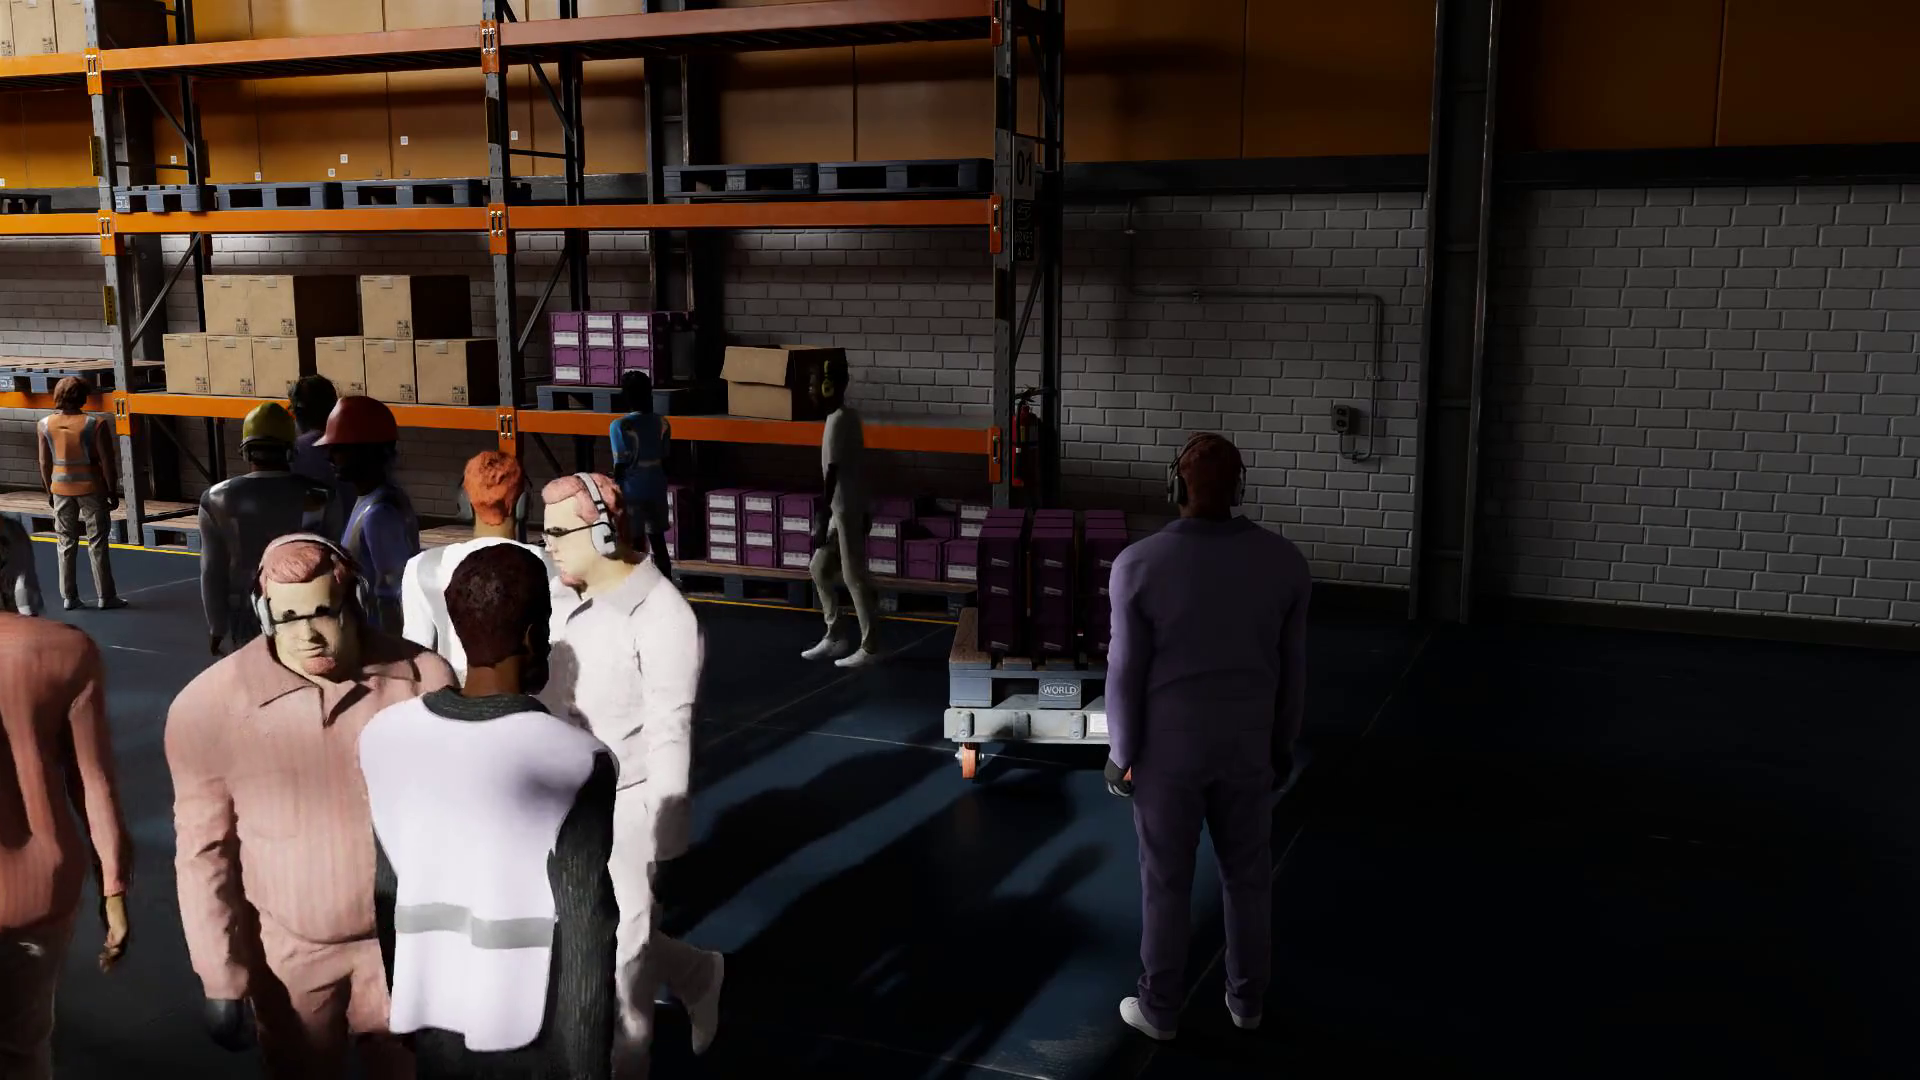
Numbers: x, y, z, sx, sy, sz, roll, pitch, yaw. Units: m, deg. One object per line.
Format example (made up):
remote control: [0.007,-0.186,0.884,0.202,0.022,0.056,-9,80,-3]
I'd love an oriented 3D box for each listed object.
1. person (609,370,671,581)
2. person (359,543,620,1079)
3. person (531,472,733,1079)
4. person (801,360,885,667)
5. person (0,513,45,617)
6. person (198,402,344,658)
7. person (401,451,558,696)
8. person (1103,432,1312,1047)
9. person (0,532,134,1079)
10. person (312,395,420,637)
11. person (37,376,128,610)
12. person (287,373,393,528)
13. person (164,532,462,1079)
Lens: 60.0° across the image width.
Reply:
person: [-2.179,-0.305,11.325,0.317,1.695,0.540,6,11,32]
person: [-0.947,0.950,3.291,0.603,1.900,0.897,4,10,21]
person: [-0.897,0.729,4.606,0.643,1.880,0.716,9,13,42]
person: [-0.752,-0.144,9.916,0.682,1.842,0.526,0,9,-1]
person: [-3.377,0.531,5.626,0.793,1.931,0.631,9,13,43]
person: [-2.924,0.323,7.161,0.602,1.830,0.404,-3,10,-19]
person: [-1.466,0.624,5.364,0.609,1.832,0.998,-1,10,-4]
person: [0.746,0.619,5.166,0.641,1.908,0.407,-2,10,-12]
person: [-2.193,0.838,3.749,0.641,1.952,0.880,-9,13,-42]
person: [-2.182,0.428,6.220,0.358,1.937,0.549,-4,10,-22]
person: [-6.121,-0.318,11.579,0.514,1.641,0.309,0,9,-1]
person: [-2.926,0.180,7.760,0.460,1.915,0.643,7,12,37]
person: [-1.431,0.887,3.819,0.656,1.876,0.898,-5,11,-27]
